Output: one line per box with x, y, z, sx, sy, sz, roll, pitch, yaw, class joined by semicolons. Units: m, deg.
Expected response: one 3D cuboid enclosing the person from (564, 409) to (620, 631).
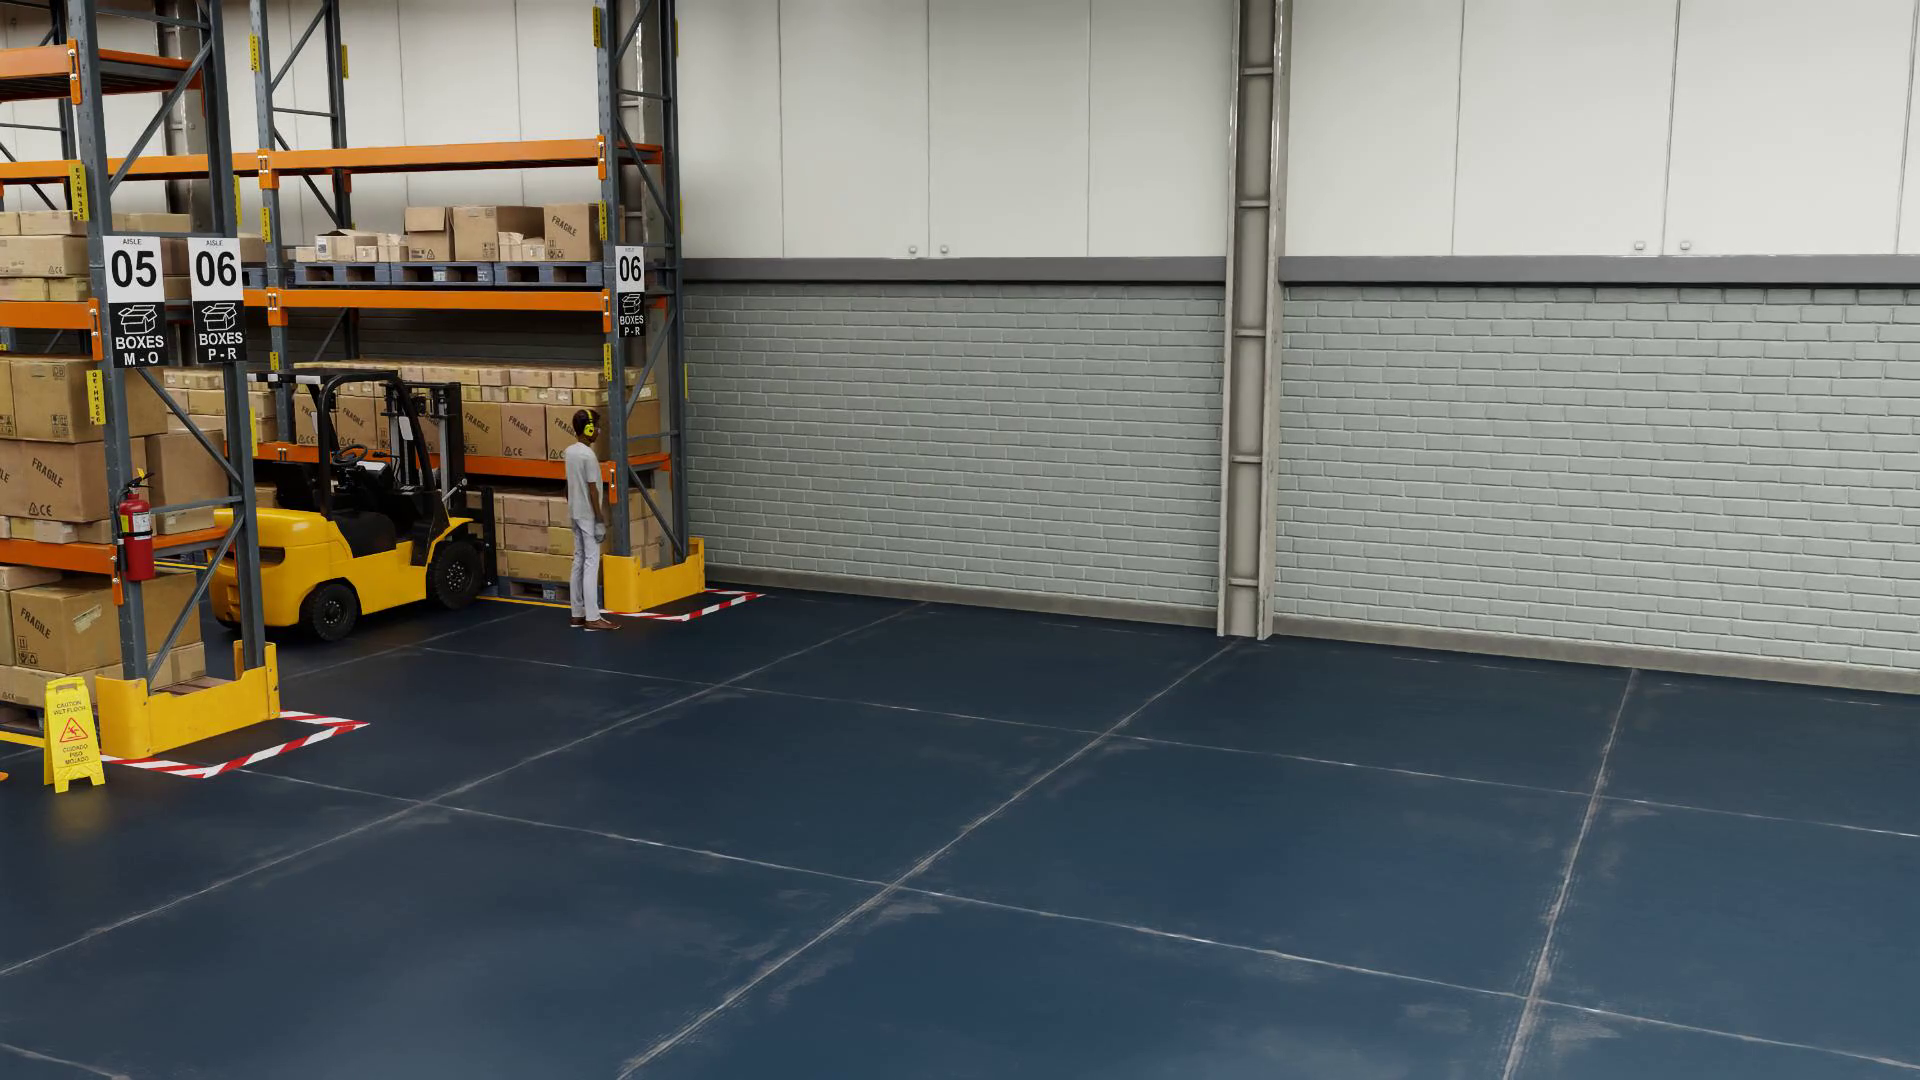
-3.131;-0.169;14.001;0.327;1.866;0.521;-8;12;-39;person
